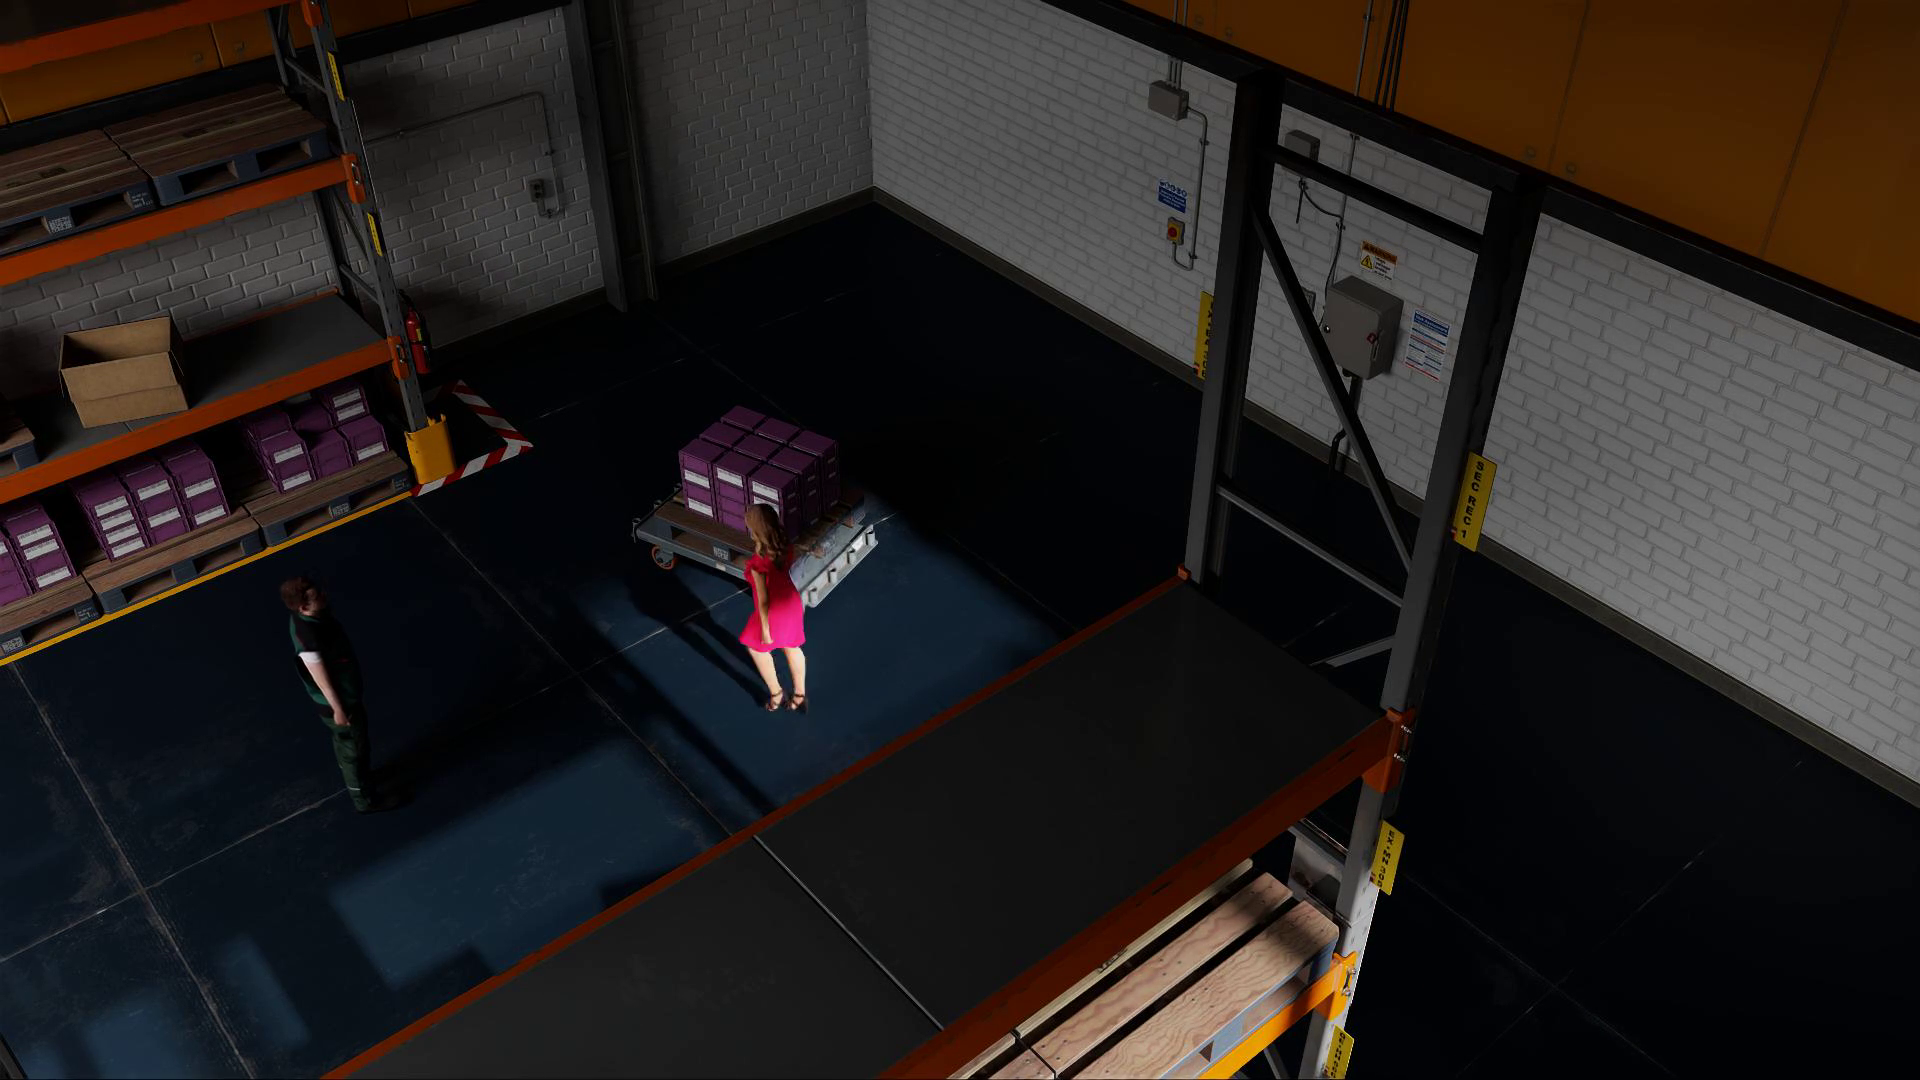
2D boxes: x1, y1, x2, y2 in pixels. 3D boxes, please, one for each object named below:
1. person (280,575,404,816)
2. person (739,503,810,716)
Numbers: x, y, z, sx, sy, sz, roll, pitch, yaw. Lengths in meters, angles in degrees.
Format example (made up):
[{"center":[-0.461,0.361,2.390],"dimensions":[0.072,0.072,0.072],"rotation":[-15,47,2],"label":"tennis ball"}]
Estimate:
[{"center":[-3.813,0.930,10.185],"dimensions":[0.659,1.843,0.692],"rotation":[-18,42,-21],"label":"person"},{"center":[-1.121,0.496,10.832],"dimensions":[0.727,1.715,0.655],"rotation":[21,43,24],"label":"person"}]
